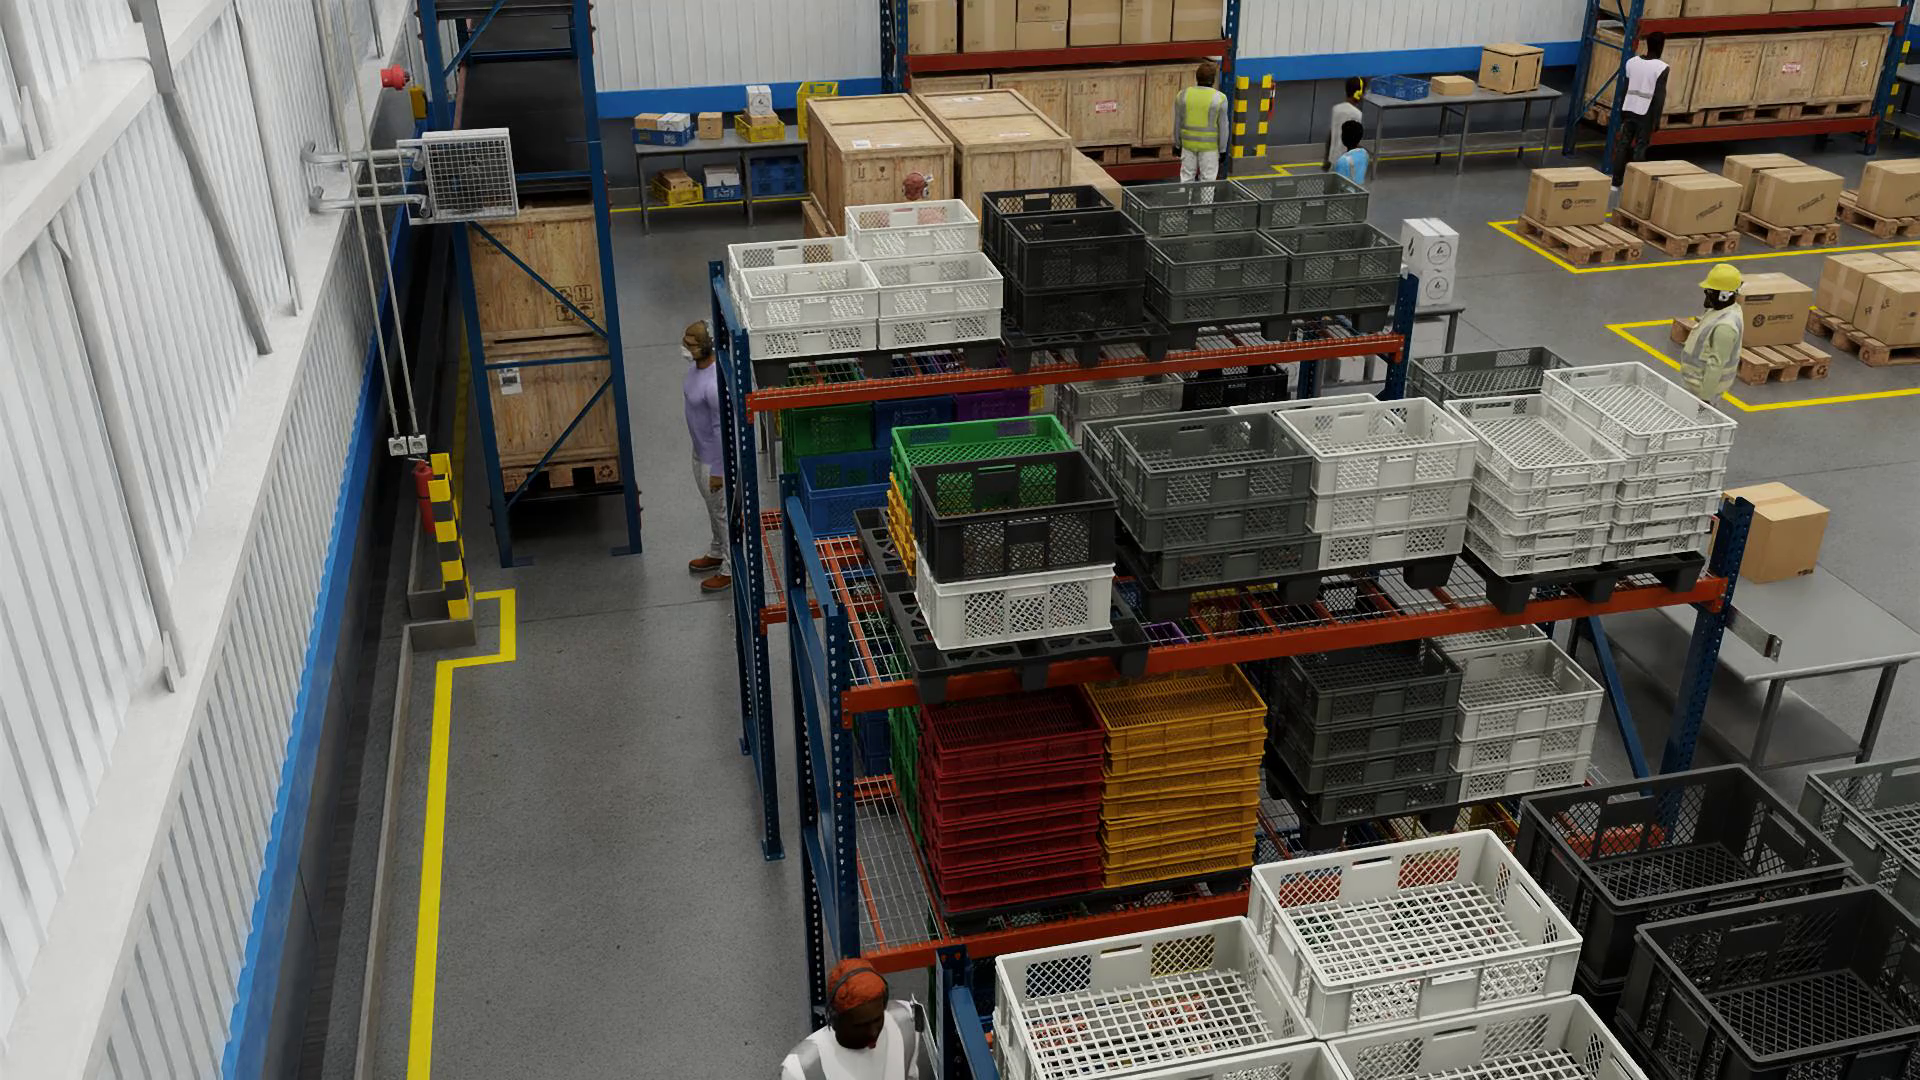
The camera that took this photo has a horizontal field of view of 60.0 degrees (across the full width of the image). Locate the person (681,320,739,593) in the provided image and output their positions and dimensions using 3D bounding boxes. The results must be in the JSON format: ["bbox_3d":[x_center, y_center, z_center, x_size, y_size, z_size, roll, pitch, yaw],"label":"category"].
[{"bbox_3d":[-1.699,-0.580,11.342,0.372,1.940,0.631,-10,29,-19],"label":"person"}]

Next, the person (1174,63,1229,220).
[{"bbox_3d":[2.723,-4.446,18.781,0.635,1.840,0.429,13,31,24],"label":"person"}]

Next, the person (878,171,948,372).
[{"bbox_3d":[-0.385,-2.307,14.670,0.636,1.900,0.403,6,28,12],"label":"person"}]

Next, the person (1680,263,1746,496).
[{"bbox_3d":[5.683,-1.225,12.688,0.403,1.824,0.589,11,30,19],"label":"person"}]

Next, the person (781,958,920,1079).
[{"bbox_3d":[-0.365,2.257,6.018,0.583,1.882,0.337,-21,34,-34],"label":"person"}]

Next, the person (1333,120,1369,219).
[{"bbox_3d":[3.955,-3.442,17.025,0.318,1.697,0.540,20,34,33],"label":"person"}]

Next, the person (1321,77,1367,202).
[{"bbox_3d":[4.128,-4.061,18.050,0.539,1.846,0.765,-10,29,-18],"label":"person"}]

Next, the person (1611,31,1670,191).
[{"bbox_3d":[8.175,-5.131,19.998,0.394,1.919,0.589,-15,31,-26],"label":"person"}]
